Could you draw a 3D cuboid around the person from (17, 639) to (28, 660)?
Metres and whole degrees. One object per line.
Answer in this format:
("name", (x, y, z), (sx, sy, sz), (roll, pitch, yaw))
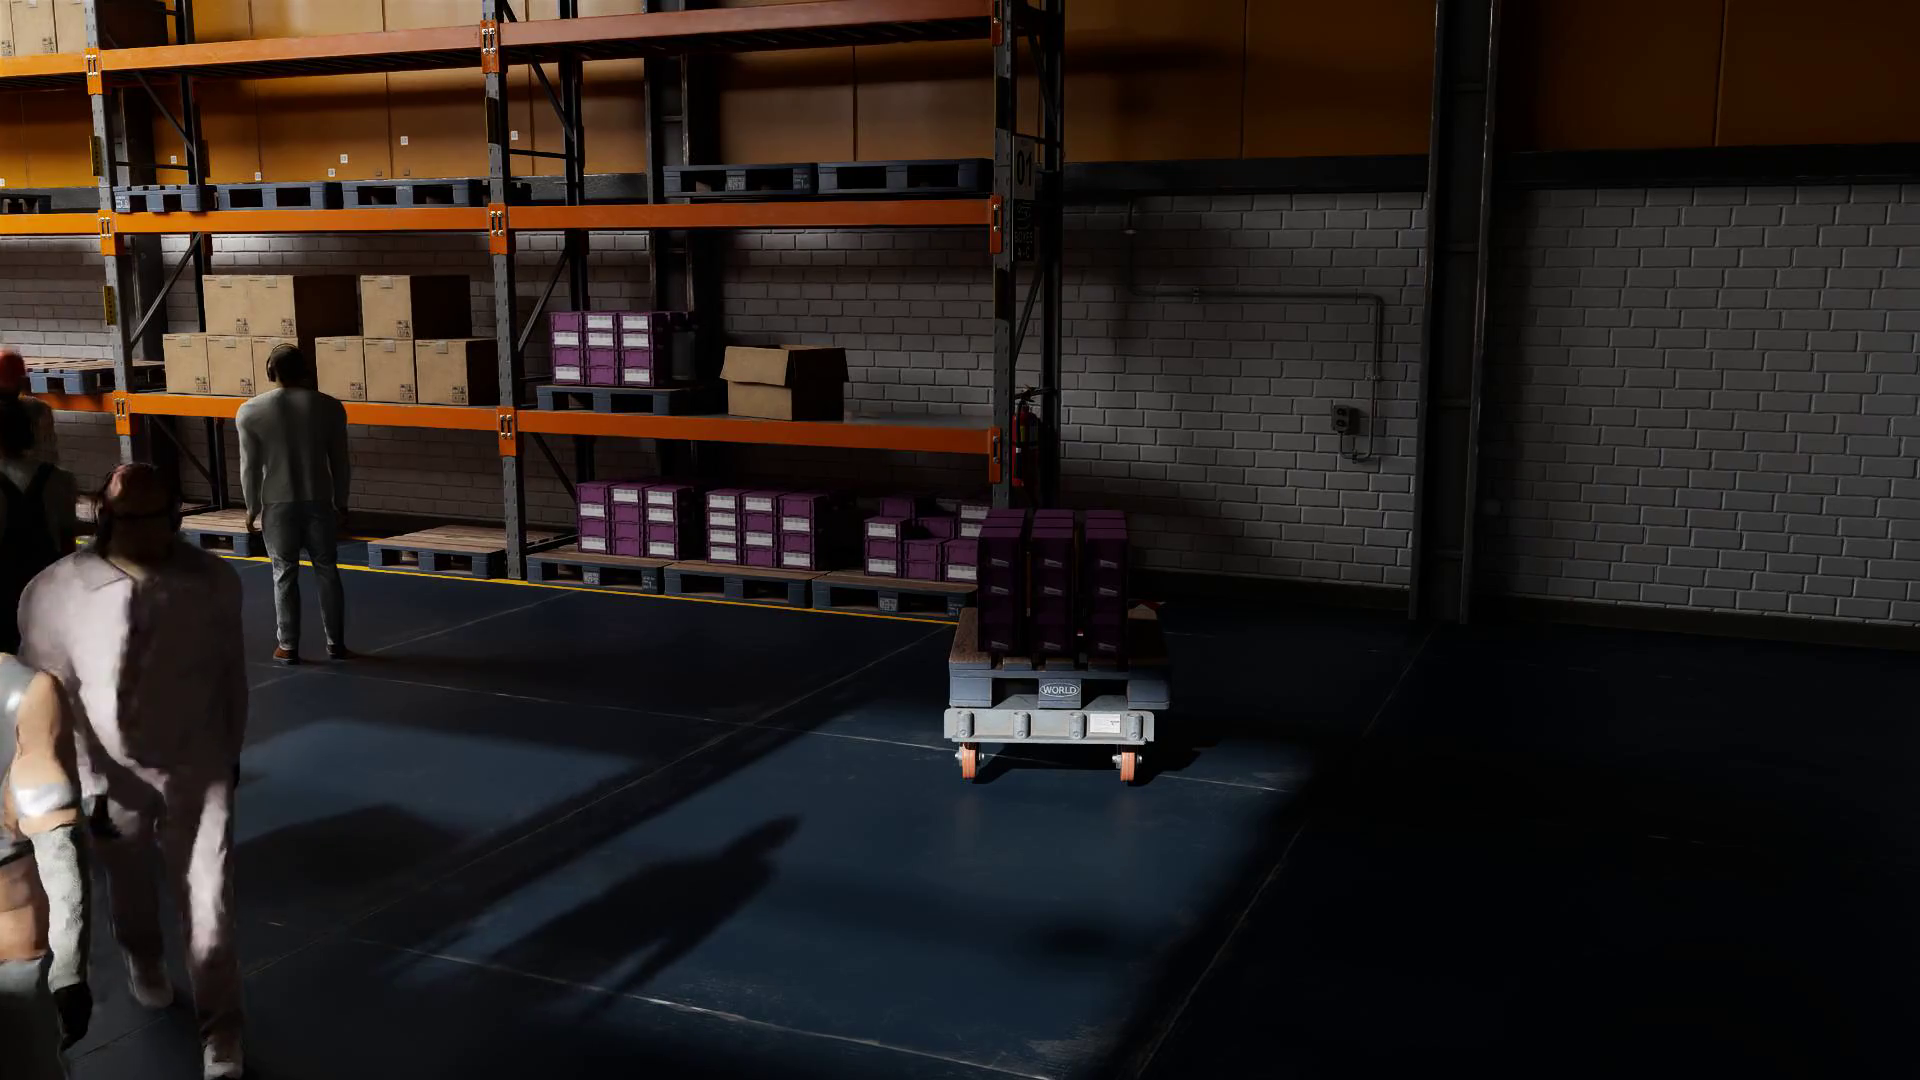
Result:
("person", (-4.748, 0.166, 8.113), (0.566, 1.828, 0.465), (-3, 10, -16))

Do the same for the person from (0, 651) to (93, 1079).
("person", (-2.173, 0.877, 3.630), (0.617, 1.899, 0.456), (-1, 10, -6))

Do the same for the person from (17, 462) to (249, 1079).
("person", (-2.489, 0.672, 5.091), (0.615, 1.848, 1.079), (-5, 11, -27))

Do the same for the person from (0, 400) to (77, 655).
("person", (-4.273, 0.271, 7.543), (0.516, 1.800, 0.930), (-9, 13, -42))

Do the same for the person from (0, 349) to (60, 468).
("person", (-5.828, -0.234, 10.320), (0.533, 1.893, 0.592), (9, 13, 44))

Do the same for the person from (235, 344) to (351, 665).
("person", (-4.008, -0.212, 10.058), (0.629, 1.936, 0.371), (-5, 11, -30))
